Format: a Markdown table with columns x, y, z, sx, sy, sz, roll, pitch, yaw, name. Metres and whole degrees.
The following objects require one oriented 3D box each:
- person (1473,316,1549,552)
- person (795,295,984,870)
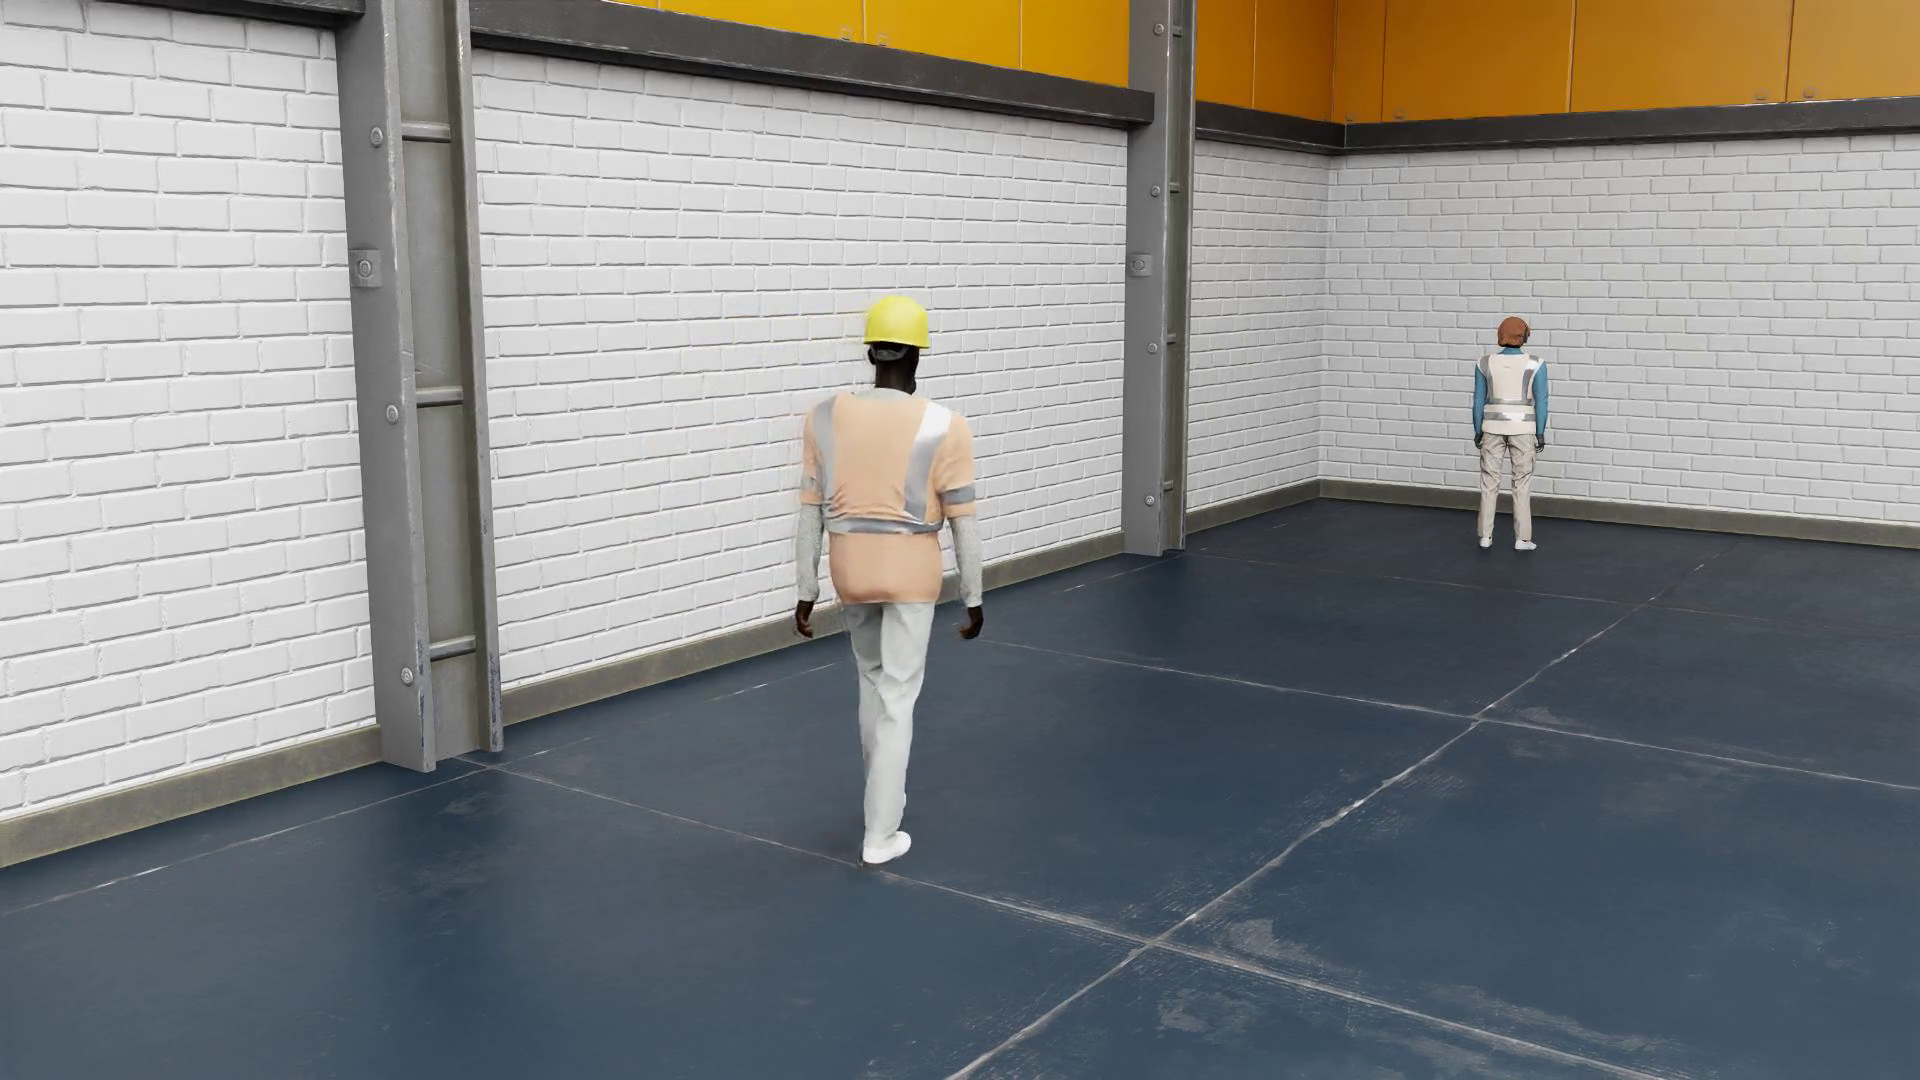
| x | y | z | sx | sy | sz | roll | pitch | yaw | name |
| --- | --- | --- | --- | --- | --- | --- | --- | --- | --- |
| 3.830 | -0.734 | 11.604 | 0.511 | 1.640 | 0.308 | 6 | 11 | 31 | person |
| -0.203 | 0.121 | 5.712 | 0.624 | 1.900 | 0.773 | 3 | 10 | 19 | person |
